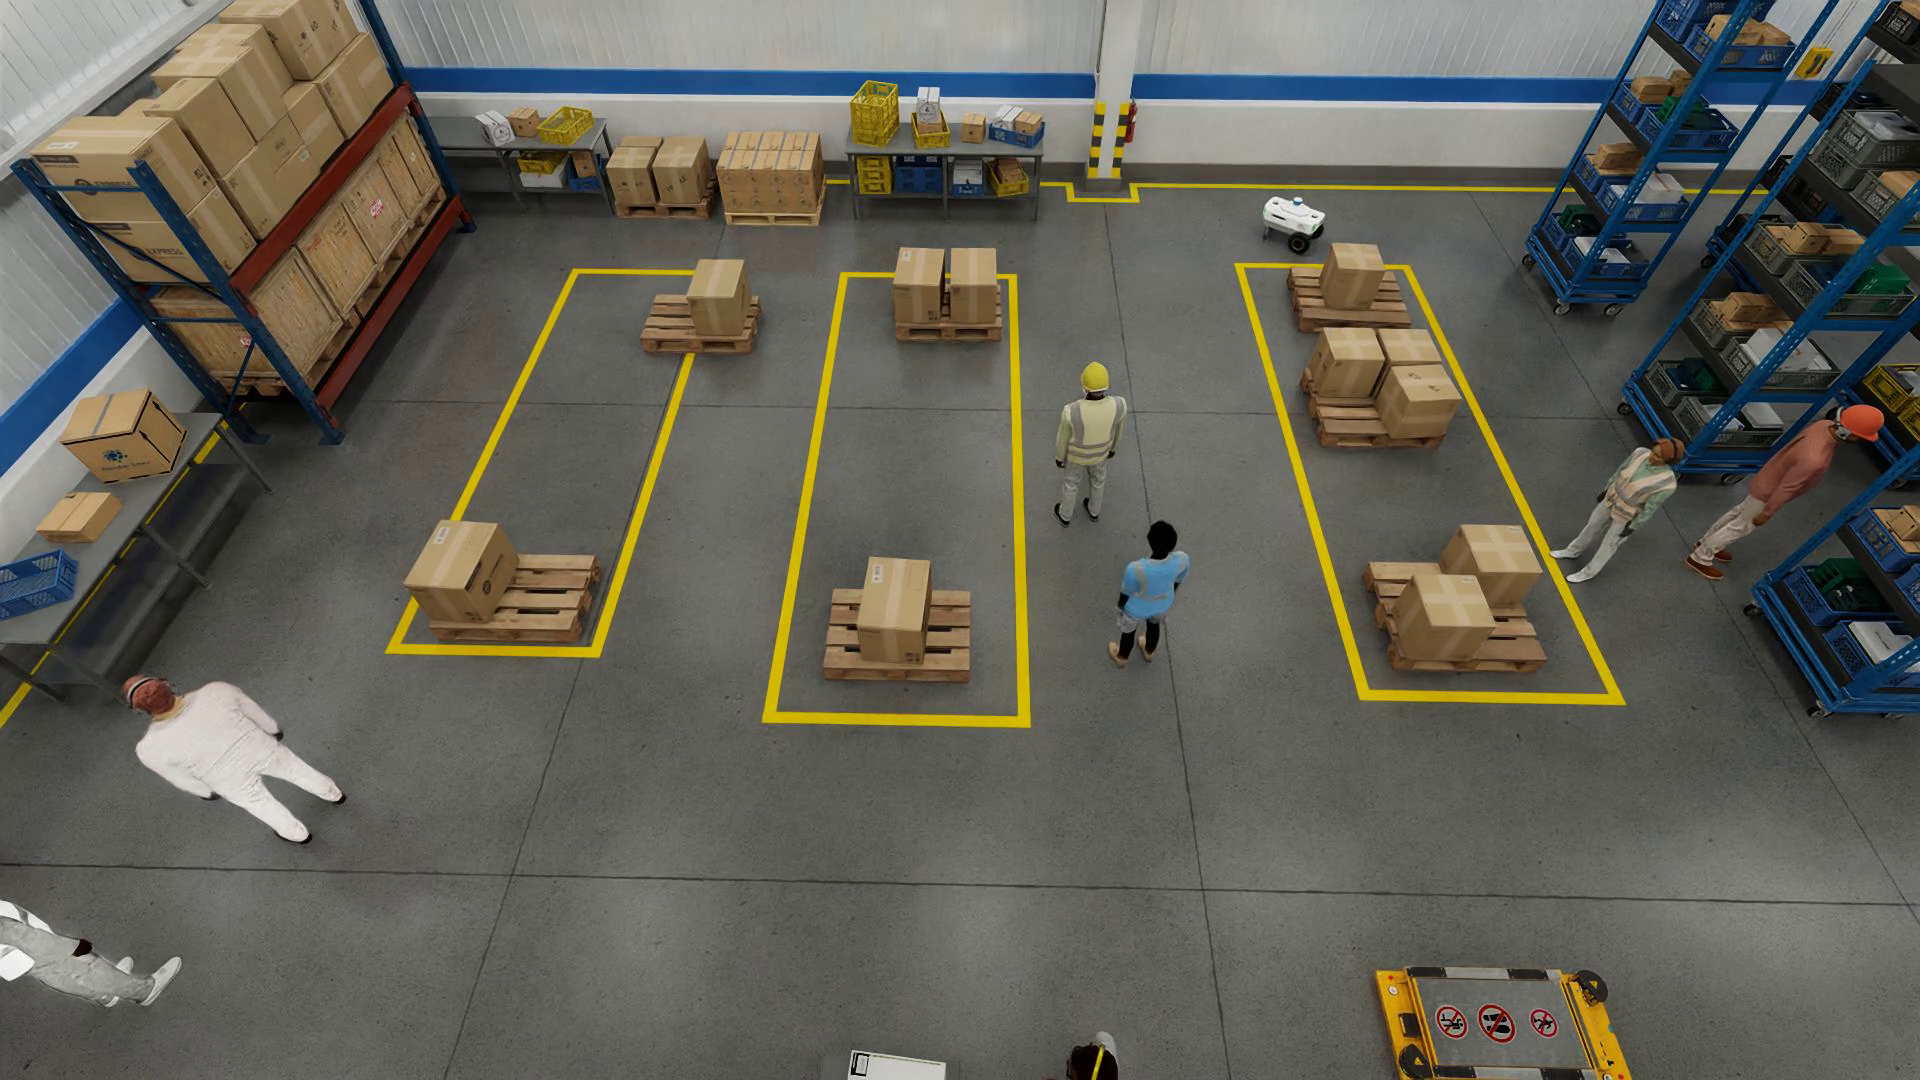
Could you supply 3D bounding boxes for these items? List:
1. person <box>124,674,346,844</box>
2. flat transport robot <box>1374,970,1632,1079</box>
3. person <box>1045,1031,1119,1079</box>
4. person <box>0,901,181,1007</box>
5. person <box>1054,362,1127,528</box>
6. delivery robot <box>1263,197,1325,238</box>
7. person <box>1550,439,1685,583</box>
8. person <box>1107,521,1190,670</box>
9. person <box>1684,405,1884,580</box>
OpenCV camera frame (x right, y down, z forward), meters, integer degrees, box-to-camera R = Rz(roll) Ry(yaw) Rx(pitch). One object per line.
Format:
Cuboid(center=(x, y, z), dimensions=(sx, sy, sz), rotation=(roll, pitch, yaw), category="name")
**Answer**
Cuboid(center=(-4.936, 1.471, 6.230), dimensions=(0.395, 1.899, 0.642), rotation=(20, 53, 15), category="person")
Cuboid(center=(3.501, 3.133, 5.914), dimensions=(1.431, 0.197, 0.652), rotation=(1, 51, 1), category="flat transport robot")
Cuboid(center=(0.635, 3.033, 4.972), dimensions=(0.315, 1.869, 0.534), rotation=(11, 52, 9), category="person")
Cuboid(center=(-5.562, 2.417, 5.442), dimensions=(0.587, 1.920, 0.392), rotation=(2, 51, 1), category="person")
Cuboid(center=(1.127, -0.816, 8.139), dimensions=(0.596, 1.823, 0.403), rotation=(-11, 52, -9), category="person")
Cuboid(center=(4.195, -4.075, 11.550), dimensions=(0.707, 0.478, 0.477), rotation=(31, 57, 23), category="delivery robot")
Cuboid(center=(5.629, -0.254, 7.804), dimensions=(0.313, 1.632, 0.512), rotation=(-3, 51, -3), category="person")
Cuboid(center=(1.465, 0.475, 7.172), dimensions=(0.534, 1.688, 0.317), rotation=(-14, 52, -11), category="person")
Cuboid(center=(6.866, -0.395, 7.700), dimensions=(0.411, 1.979, 0.627), rotation=(32, 58, 23), category="person")
